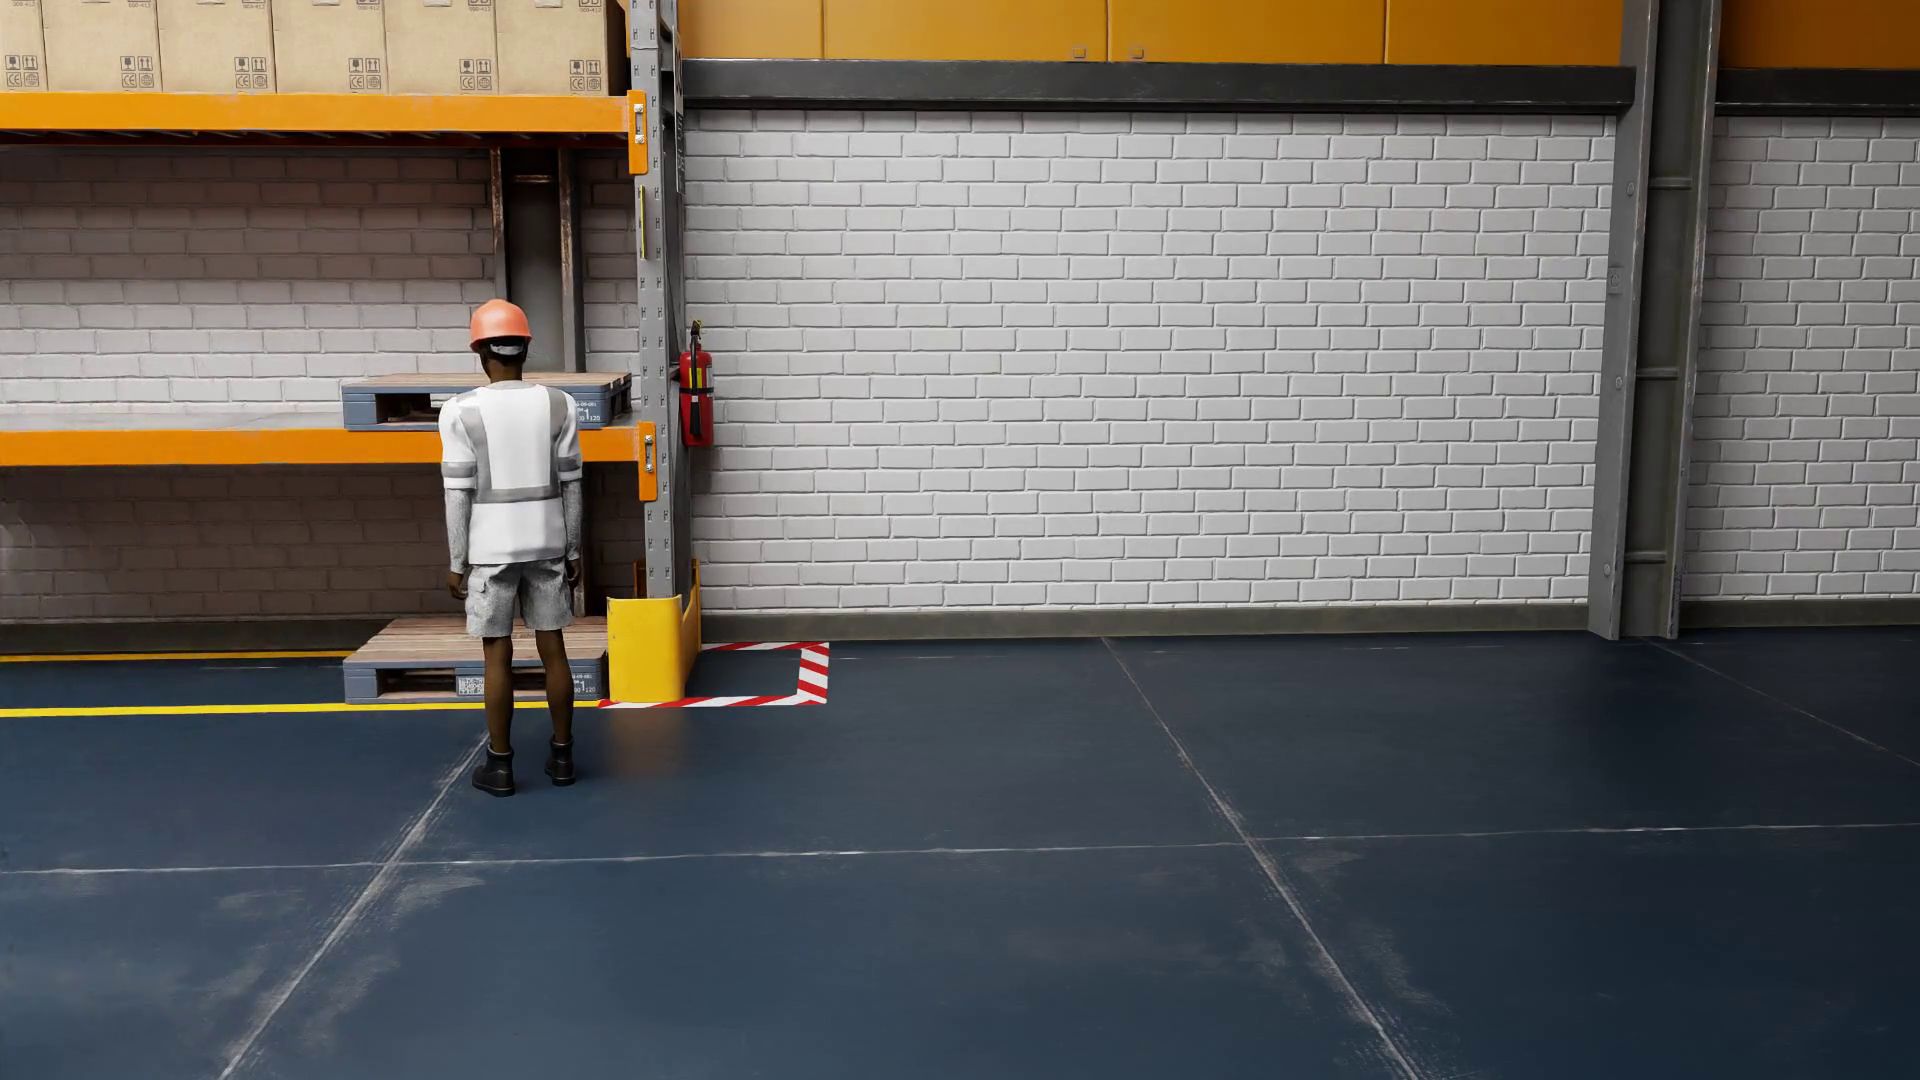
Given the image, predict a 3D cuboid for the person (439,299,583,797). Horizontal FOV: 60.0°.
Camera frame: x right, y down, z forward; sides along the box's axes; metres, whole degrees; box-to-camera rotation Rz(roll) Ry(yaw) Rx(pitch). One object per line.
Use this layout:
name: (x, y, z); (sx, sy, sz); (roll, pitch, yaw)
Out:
person: (-1.743, 0.034, 6.492); (0.543, 1.932, 0.365); (-5, 10, -30)
